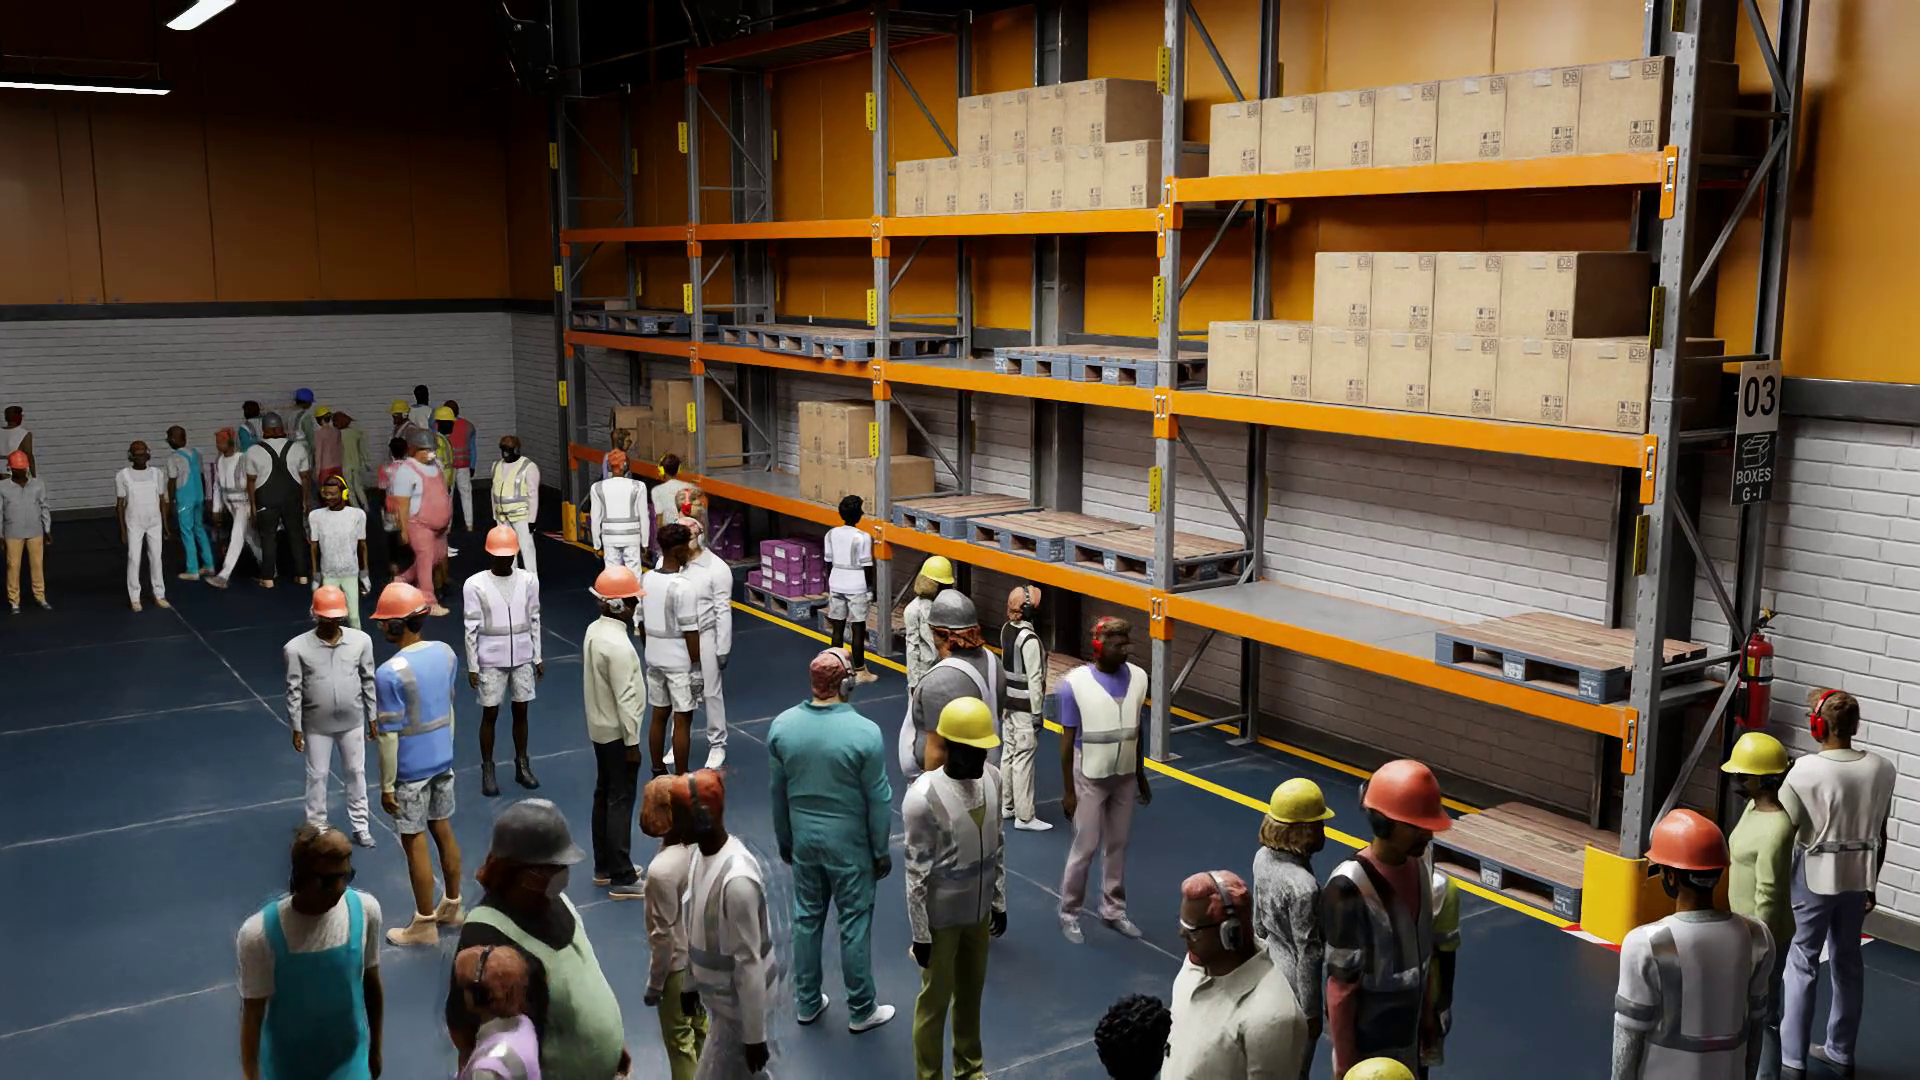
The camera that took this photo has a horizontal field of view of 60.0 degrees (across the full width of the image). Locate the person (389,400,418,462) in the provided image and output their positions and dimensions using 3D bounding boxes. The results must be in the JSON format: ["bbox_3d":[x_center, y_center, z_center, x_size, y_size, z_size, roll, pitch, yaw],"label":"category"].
[{"bbox_3d":[-7.760,-1.054,23.253,0.403,1.825,0.597,-7,12,-37],"label":"person"}]

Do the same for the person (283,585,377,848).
[{"bbox_3d":[-3.983,1.140,10.601,0.568,1.743,0.350,-6,12,-33],"label":"person"}]

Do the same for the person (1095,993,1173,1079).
[{"bbox_3d":[0.480,2.147,4.855,0.320,1.694,0.537,-8,13,-40],"label":"person"}]

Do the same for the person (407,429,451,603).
[{"bbox_3d":[-5.851,-0.265,18.315,0.384,1.928,0.543,0,10,-2],"label":"person"}]

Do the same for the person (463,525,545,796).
[{"bbox_3d":[-3.209,0.844,11.777,0.551,1.932,0.377,-6,11,-32],"label":"person"}]

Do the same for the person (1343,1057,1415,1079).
[{"bbox_3d":[1.069,2.200,4.410,0.320,1.738,0.483,-2,10,-13],"label":"person"}]

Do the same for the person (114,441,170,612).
[{"bbox_3d":[-8.794,-0.155,17.906,0.514,1.842,0.328,-9,13,-43],"label":"person"}]

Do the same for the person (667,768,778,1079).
[{"bbox_3d":[-0.965,1.795,6.431,0.814,1.850,0.659,-4,10,-22],"label":"person"}]

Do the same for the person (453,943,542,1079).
[{"bbox_3d":[-1.471,2.091,5.429,0.837,1.598,0.520,-2,10,-9],"label":"person"}]

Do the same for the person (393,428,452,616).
[{"bbox_3d":[-5.757,-0.215,17.679,0.738,2.000,0.700,2,10,13],"label":"person"}]

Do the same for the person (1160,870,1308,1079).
[{"bbox_3d":[0.825,1.968,5.309,0.401,1.894,0.654,-3,10,-17],"label":"person"}]

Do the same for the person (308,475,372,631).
[{"bbox_3d":[-5.574,0.334,14.975,0.513,1.866,0.331,-3,10,-18],"label":"person"}]

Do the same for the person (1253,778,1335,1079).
[{"bbox_3d":[1.338,1.803,6.708,0.294,1.744,0.487,-2,10,-14],"label":"person"}]

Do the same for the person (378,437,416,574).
[{"bbox_3d":[-6.647,-0.393,19.779,0.550,1.664,0.767,-5,11,-28],"label":"person"}]

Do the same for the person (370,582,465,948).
[{"bbox_3d":[-3.020,1.236,9.202,0.404,2.035,0.602,4,10,20],"label":"person"}]

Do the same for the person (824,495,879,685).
[{"bbox_3d":[-0.979,0.442,14.831,0.536,1.697,0.322,8,12,38],"label":"person"}]

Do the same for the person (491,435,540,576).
[{"bbox_3d":[-4.973,-0.255,18.528,0.627,1.835,0.428,5,11,26],"label":"person"}]

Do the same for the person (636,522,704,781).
[{"bbox_3d":[-2.021,0.845,11.691,0.653,1.962,0.362,9,13,42],"label":"person"}]

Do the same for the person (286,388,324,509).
[{"bbox_3d":[-9.689,-1.278,24.346,0.908,1.900,0.609,-9,13,-42],"label":"person"}]

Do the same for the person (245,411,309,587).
[{"bbox_3d":[-7.904,-0.486,19.271,0.683,2.000,0.535,-6,12,-33],"label":"person"}]

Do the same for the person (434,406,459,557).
[{"bbox_3d":[-6.555,-0.743,21.156,0.407,1.917,0.583,-2,10,-14],"label":"person"}]

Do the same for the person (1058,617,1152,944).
[{"bbox_3d":[0.797,1.327,9.245,0.599,1.845,0.432,-6,12,-33],"label":"person"}]

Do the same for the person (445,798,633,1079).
[{"bbox_3d":[-1.422,1.818,5.747,0.915,2.000,0.689,0,10,2],"label":"person"}]

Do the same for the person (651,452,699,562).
[{"bbox_3d":[-2.852,0.022,16.928,0.553,1.843,0.856,-7,12,-34],"label":"person"}]

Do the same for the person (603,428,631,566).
[{"bbox_3d":[-3.955,-0.388,19.309,0.355,1.836,0.514,-7,12,-35],"label":"person"}]

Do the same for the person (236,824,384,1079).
[{"bbox_3d":[-2.290,1.897,5.932,0.528,1.817,0.596,-6,11,-31],"label":"person"}]

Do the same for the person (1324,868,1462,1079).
[{"bbox_3d":[1.722,1.835,6.682,0.537,1.691,0.318,3,10,17],"label":"person"}]

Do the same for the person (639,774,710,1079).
[{"bbox_3d":[-1.214,1.792,7.094,0.285,1.633,0.498,2,10,9],"label":"person"}]

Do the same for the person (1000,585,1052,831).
[{"bbox_3d":[0.420,1.112,11.069,0.305,1.639,0.522,-3,10,-20],"label":"person"}]

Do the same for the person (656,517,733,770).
[{"bbox_3d":[-1.999,0.766,12.364,0.645,1.899,0.396,4,10,23],"label":"person"}]

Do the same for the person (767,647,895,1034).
[{"bbox_3d":[-0.612,1.469,8.188,0.638,1.911,0.402,5,11,25],"label":"person"}]

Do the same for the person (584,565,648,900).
[{"bbox_3d":[-2.029,1.133,9.903,0.387,1.992,0.626,-5,11,-29],"label":"person"}]

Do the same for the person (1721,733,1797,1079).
[{"bbox_3d":[3.459,1.699,7.271,0.341,1.760,0.525,3,10,17],"label":"person"}]

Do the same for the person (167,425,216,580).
[{"bbox_3d":[-9.122,-0.442,19.643,0.391,1.831,0.517,3,10,17],"label":"person"}]

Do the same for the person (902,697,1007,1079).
[{"bbox_3d":[0.005,1.615,7.302,0.397,1.920,0.587,9,13,41],"label":"person"}]

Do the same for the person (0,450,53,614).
[{"bbox_3d":[-10.028,-0.094,17.819,0.346,1.746,0.573,9,13,43],"label":"person"}]

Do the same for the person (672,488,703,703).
[{"bbox_3d":[-2.347,0.468,14.239,0.390,1.846,0.564,-2,10,-14],"label":"person"}]

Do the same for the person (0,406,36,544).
[{"bbox_3d":[-12.530,-0.855,22.050,0.562,1.836,0.392,2,10,14],"label":"person"}]

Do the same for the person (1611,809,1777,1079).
[{"bbox_3d":[2.483,1.875,5.750,0.543,1.929,0.386,-1,10,-8],"label":"person"}]

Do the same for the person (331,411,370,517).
[{"bbox_3d":[-8.766,-1.058,23.855,0.343,1.606,0.561,9,13,42],"label":"person"}]

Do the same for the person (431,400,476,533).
[{"bbox_3d":[-7.002,-1.015,23.006,0.632,1.836,0.432,-7,12,-34],"label":"person"}]

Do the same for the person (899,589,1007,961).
[{"bbox_3d":[-0.069,1.264,9.000,0.539,2.000,0.689,5,11,29],"label":"person"}]

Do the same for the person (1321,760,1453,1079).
[{"bbox_3d":[1.554,1.774,6.046,0.611,2.032,0.411,-9,14,-44],"label":"person"}]

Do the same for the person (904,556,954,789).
[{"bbox_3d":[-0.178,0.966,11.647,0.305,1.736,0.484,8,12,38],"label":"person"}]

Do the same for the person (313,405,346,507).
[{"bbox_3d":[-8.751,-0.984,23.009,0.329,1.765,0.533,3,10,20],"label":"person"}]

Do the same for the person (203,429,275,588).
[{"bbox_3d":[-8.391,-0.376,19.249,0.586,1.822,1.001,5,11,29],"label":"person"}]

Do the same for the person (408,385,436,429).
[{"bbox_3d":[-7.938,-1.330,24.581,0.588,1.920,0.391,4,10,21],"label":"person"}]

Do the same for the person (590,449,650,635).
[{"bbox_3d":[-3.399,0.029,16.699,0.572,1.886,0.358,-1,10,-3],"label":"person"}]

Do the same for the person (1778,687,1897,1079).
[{"bbox_3d":[3.993,1.597,7.645,0.562,1.838,0.388,-2,10,-9],"label":"person"}]
